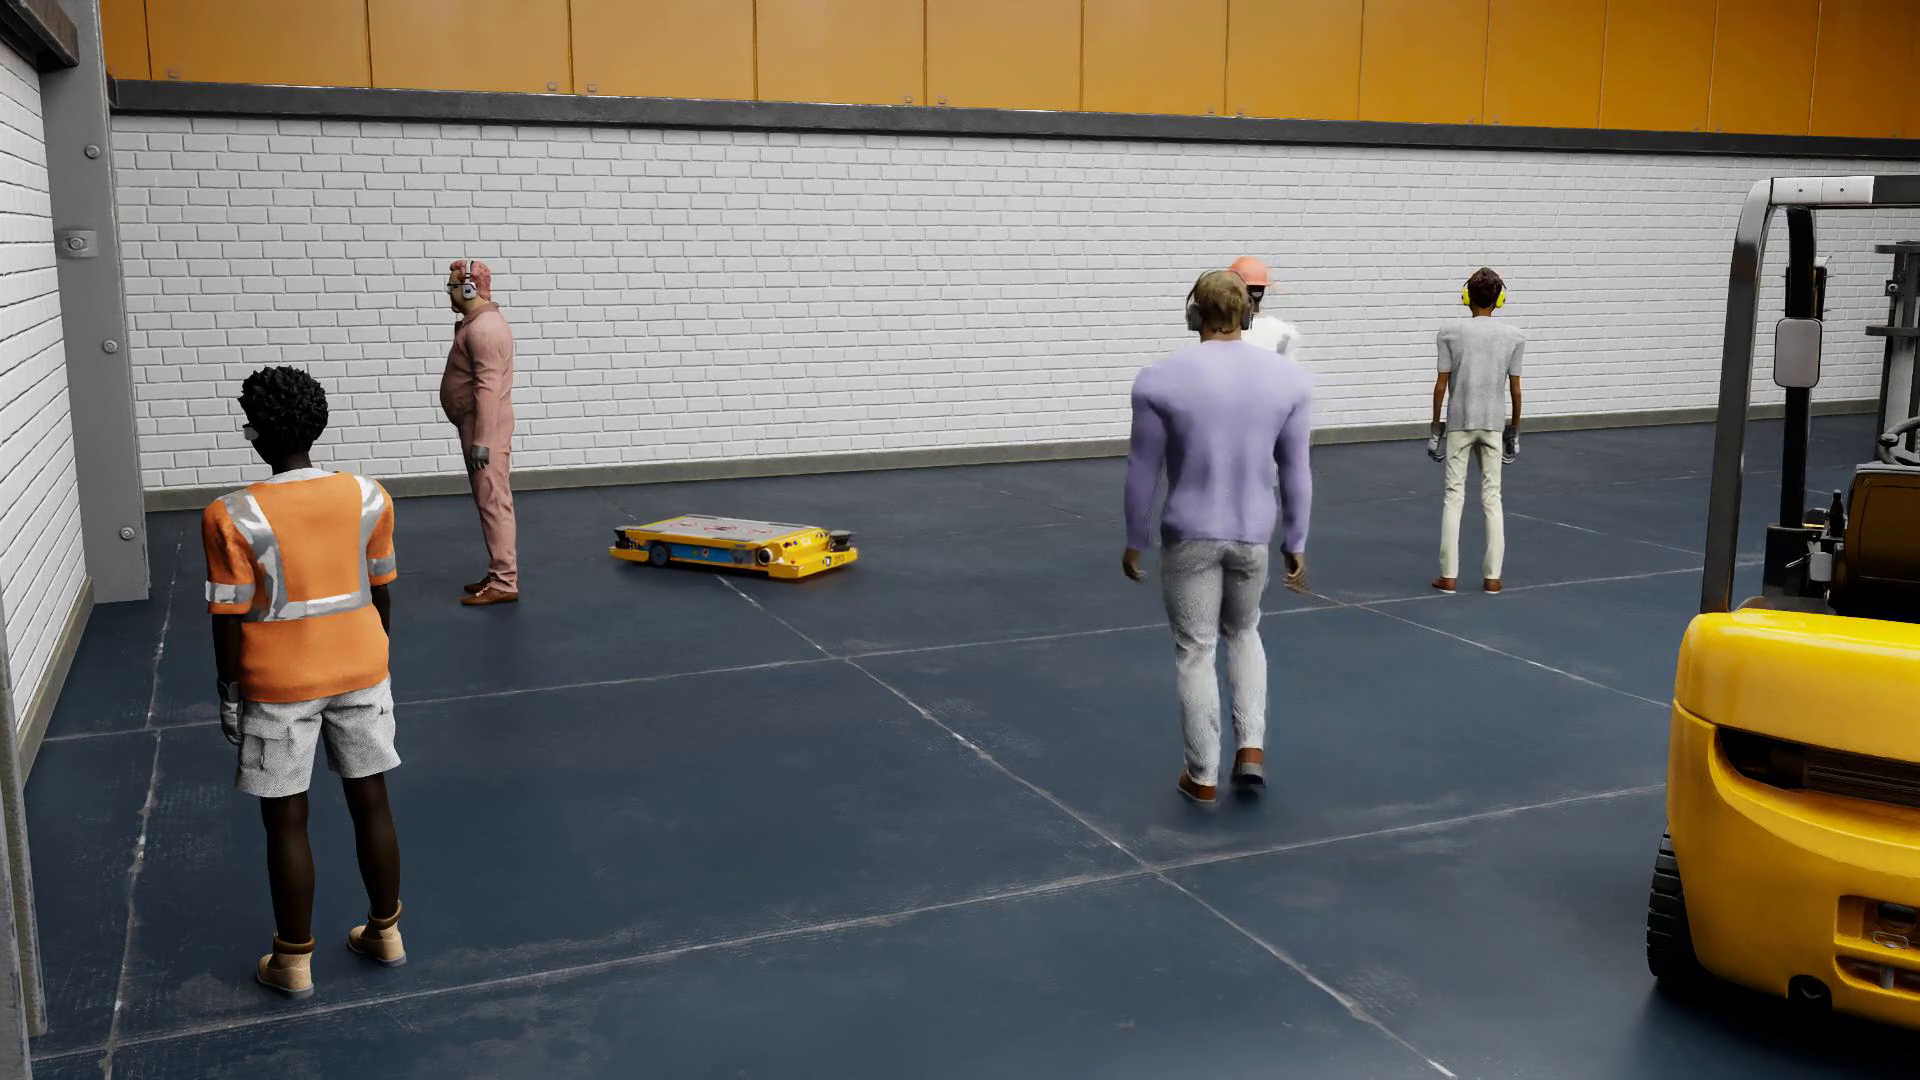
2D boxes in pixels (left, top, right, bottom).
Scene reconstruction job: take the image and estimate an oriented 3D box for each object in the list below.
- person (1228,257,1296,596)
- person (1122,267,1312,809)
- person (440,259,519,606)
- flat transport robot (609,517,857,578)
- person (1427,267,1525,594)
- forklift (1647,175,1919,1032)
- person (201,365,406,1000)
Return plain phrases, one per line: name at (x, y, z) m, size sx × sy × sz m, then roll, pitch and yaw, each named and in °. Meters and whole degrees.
person at (1.631, -0.641, 9.492) m, size 0.553 × 1.919 × 0.510 m, roll -1°, pitch 10°, yaw -5°
person at (0.910, 0.000, 5.938) m, size 0.646 × 1.922 × 0.441 m, roll -2°, pitch 10°, yaw -8°
person at (-2.670, -0.593, 9.241) m, size 0.401 × 1.906 × 0.651 m, roll -2°, pitch 11°, yaw -12°
flat transport robot at (-1.419, 0.025, 10.344) m, size 1.431 × 0.197 × 0.652 m, roll 6°, pitch 12°, yaw 28°
person at (2.944, -0.617, 9.514) m, size 0.513 × 1.862 × 0.347 m, roll 1°, pitch 10°, yaw 7°
forklift at (2.810, 0.094, 4.662) m, size 1.214 × 2.155 × 2.313 m, roll 7°, pitch 12°, yaw 34°
person at (-1.746, 0.381, 4.471) m, size 0.320 × 1.694 × 0.531 m, roll 9°, pitch 14°, yaw 42°
